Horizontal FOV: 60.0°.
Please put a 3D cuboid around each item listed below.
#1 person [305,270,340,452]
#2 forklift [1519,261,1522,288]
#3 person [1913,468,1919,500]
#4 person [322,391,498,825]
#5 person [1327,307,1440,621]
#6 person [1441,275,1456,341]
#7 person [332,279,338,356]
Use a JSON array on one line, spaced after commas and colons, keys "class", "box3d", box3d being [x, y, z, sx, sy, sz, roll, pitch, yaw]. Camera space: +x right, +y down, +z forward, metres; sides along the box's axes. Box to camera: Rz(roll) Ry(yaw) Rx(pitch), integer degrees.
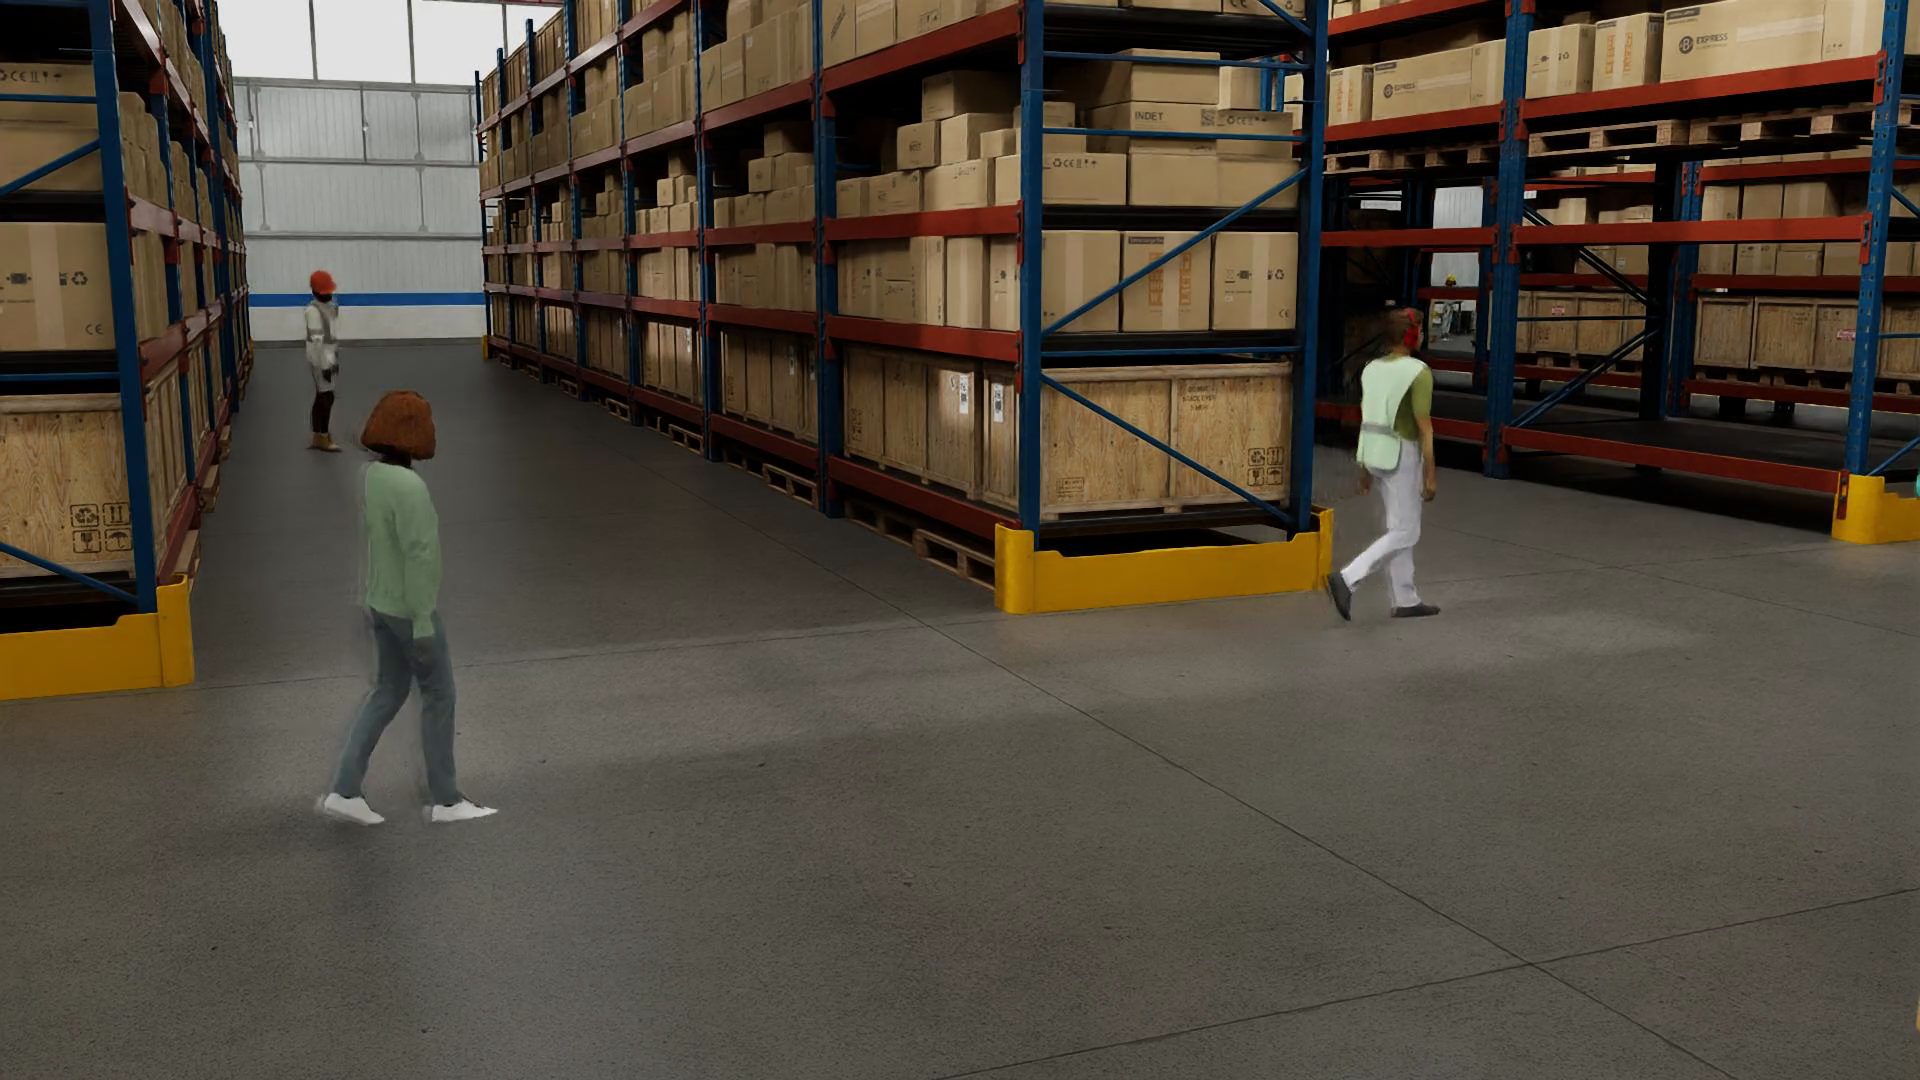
[{"class": "person", "box3d": [-6.992, -1.951, 18.235, 0.491, 1.987, 0.686, -1, 10, -5]}, {"class": "forklift", "box3d": [11.023, -4.695, 31.983, 1.129, 2.768, 1.873, -4, 10, -22]}, {"class": "person", "box3d": [6.695, -0.654, 11.144, 0.395, 1.754, 0.549, -3, 10, -18]}, {"class": "person", "box3d": [-2.077, 0.271, 6.086, 0.680, 1.625, 0.509, -7, 12, -37]}, {"class": "person", "box3d": [2.465, -0.422, 9.545, 0.744, 1.827, 0.580, -3, 10, -17]}, {"class": "person", "box3d": [12.899, -6.106, 43.834, 0.305, 1.745, 0.483, 8, 12, 38]}, {"class": "person", "box3d": [-13.938, -4.961, 36.707, 0.403, 1.835, 0.586, -5, 11, -26]}]
